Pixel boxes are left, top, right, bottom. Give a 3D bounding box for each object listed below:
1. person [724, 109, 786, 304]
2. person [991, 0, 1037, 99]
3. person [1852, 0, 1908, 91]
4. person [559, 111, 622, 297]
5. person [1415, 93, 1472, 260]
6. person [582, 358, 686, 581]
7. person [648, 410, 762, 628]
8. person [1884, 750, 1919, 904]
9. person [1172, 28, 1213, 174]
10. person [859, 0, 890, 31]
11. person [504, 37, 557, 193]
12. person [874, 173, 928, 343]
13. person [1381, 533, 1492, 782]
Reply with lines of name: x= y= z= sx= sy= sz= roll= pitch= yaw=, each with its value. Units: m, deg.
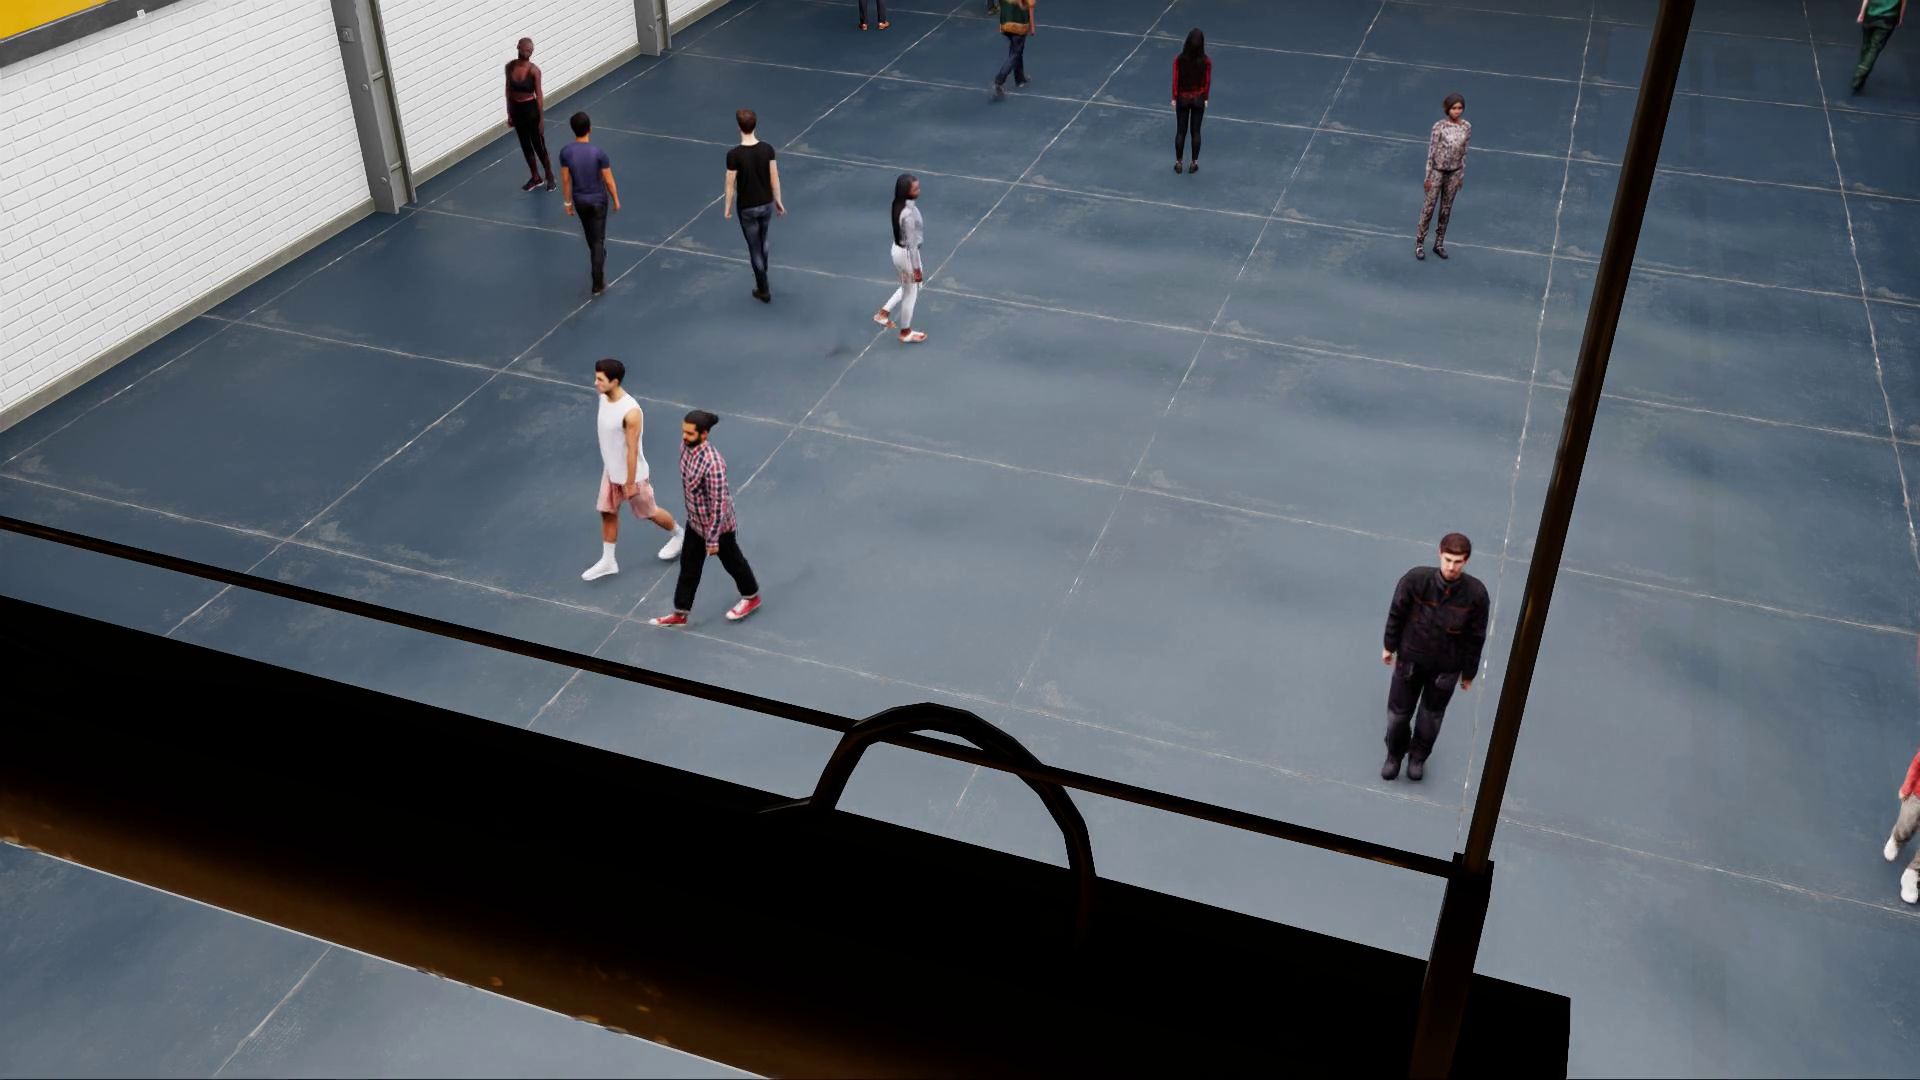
person: x=-1.954 y=-3.203 z=16.107 sx=1.008 sy=1.879 sz=1.058 roll=-17 pitch=37 yaw=-24
person: x=0.664 y=-6.570 z=21.263 sx=0.954 sy=1.779 sz=1.258 roll=26 pitch=42 yaw=33
person: x=11.853 y=-6.700 z=21.439 sx=0.916 sy=1.800 sz=1.223 roll=24 pitch=40 yaw=31
person: x=-3.637 y=-3.259 z=16.318 sx=0.824 sy=1.738 sz=1.164 roll=3 pitch=34 yaw=4
person: x=4.954 y=-3.728 z=17.045 sx=0.666 sy=1.714 sz=0.690 roll=-3 pitch=34 yaw=-4
person: x=-2.367 y=-0.540 z=12.217 sx=1.219 sy=1.750 sz=1.030 roll=-23 pitch=40 yaw=-31
person: x=-1.678 y=-0.154 z=11.663 sx=1.202 sy=1.720 sz=1.037 roll=-24 pitch=41 yaw=-32
person: x=5.626 y=1.424 z=9.568 sx=0.557 sy=1.411 sz=0.696 roll=15 pitch=36 yaw=21
person: x=2.645 y=-5.025 z=19.046 sx=0.636 sy=1.659 sz=0.594 roll=3 pitch=34 yaw=4
person: x=-1.275 y=-8.219 z=23.703 sx=0.774 sy=1.824 sz=0.722 roll=0 pitch=34 yaw=0
person: x=-4.844 y=-4.747 z=18.554 sx=0.615 sy=1.742 sz=0.536 roll=20 pitch=39 yaw=27
person: x=-0.563 y=-2.551 z=15.284 sx=0.827 sy=1.704 sz=0.785 roll=-6 pitch=34 yaw=-8
person: x=2.921 y=0.685 z=10.303 sx=0.745 sy=1.828 sz=0.643 roll=10 pitch=35 yaw=14
